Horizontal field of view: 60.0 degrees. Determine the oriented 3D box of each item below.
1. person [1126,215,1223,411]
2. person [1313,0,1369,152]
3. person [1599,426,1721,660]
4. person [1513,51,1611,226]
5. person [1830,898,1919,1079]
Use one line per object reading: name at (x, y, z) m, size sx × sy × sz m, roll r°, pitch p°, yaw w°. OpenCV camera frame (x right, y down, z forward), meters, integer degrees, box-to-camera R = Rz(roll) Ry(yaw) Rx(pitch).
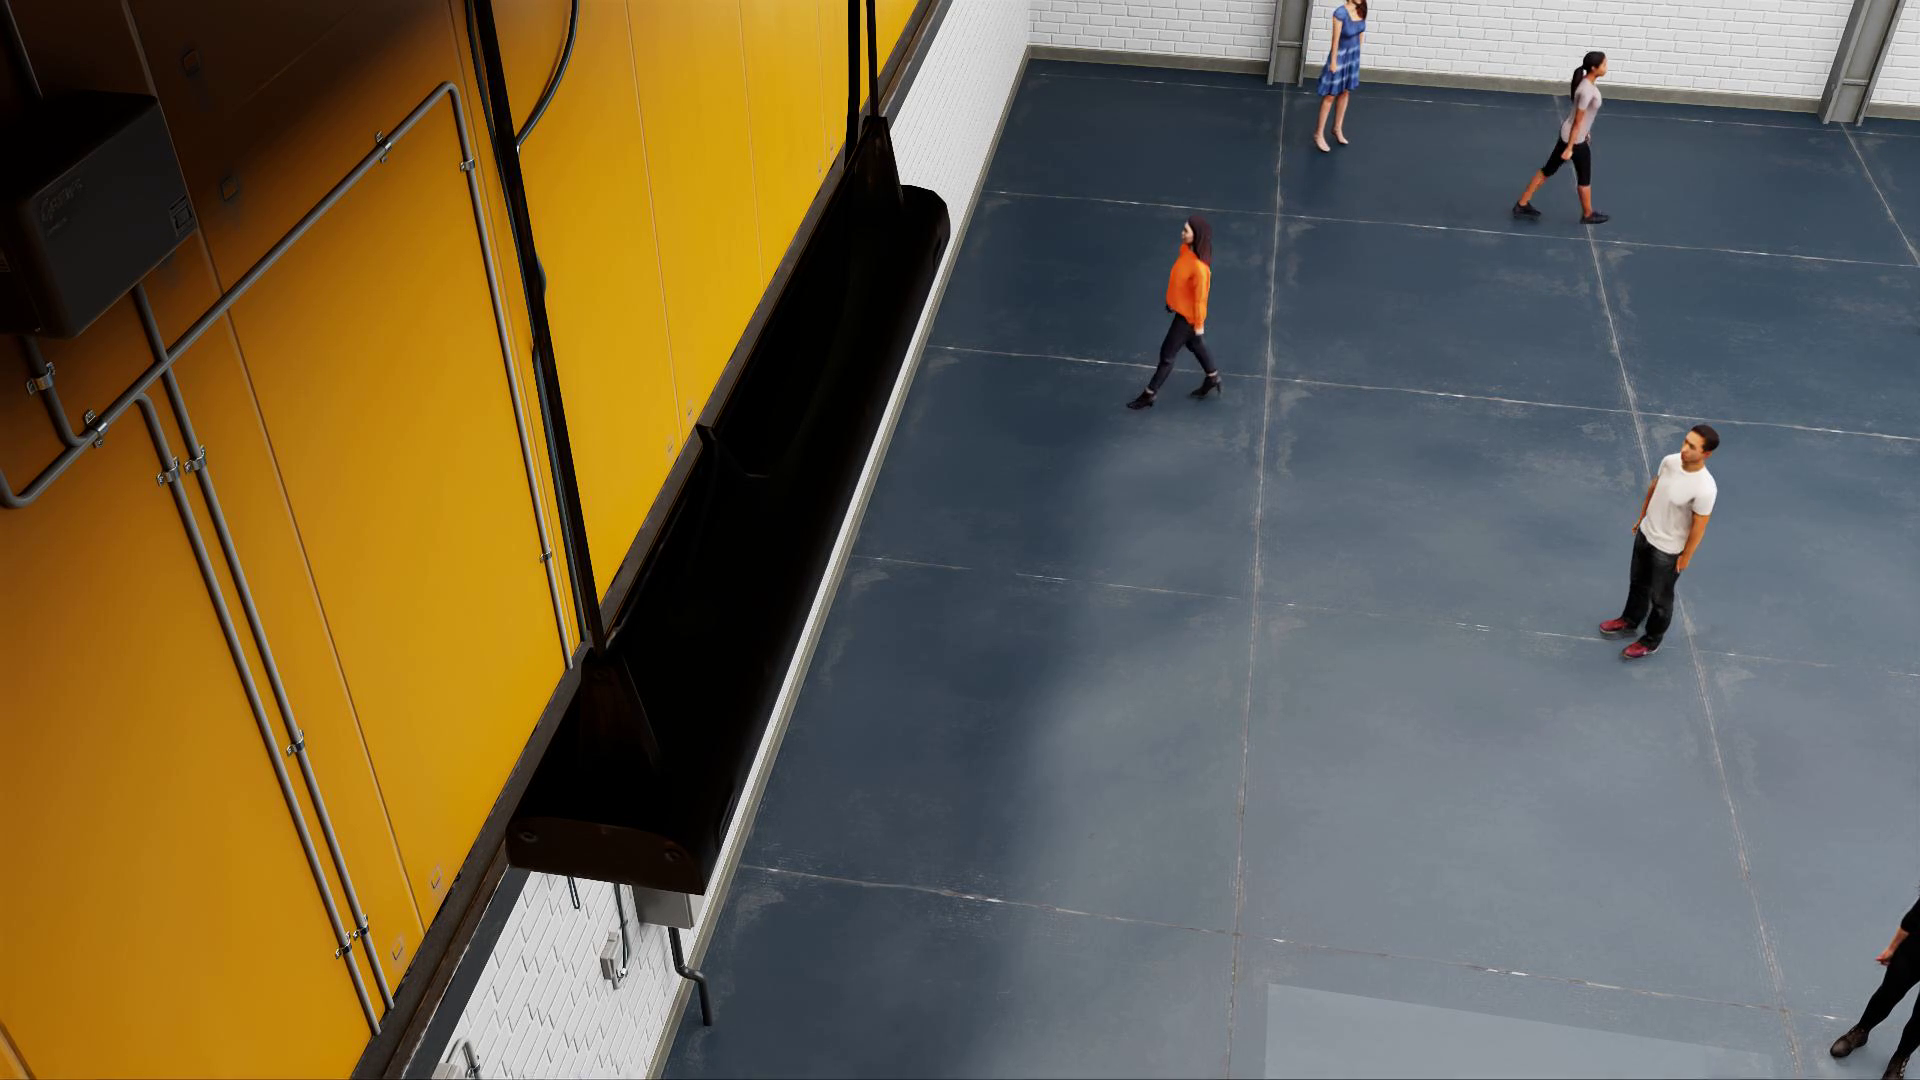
person at (1.904, -1.812, 13.342) m, size 1.133 × 1.702 × 0.821 m, roll -4°, pitch 39°, yaw -5°
person at (3.939, -4.886, 17.111) m, size 0.774 × 1.802 × 0.820 m, roll -28°, pitch 46°, yaw -30°
person at (4.691, -0.014, 11.007) m, size 0.699 × 1.806 × 0.715 m, roll -11°, pitch 40°, yaw -13°
person at (5.748, -3.807, 15.840) m, size 1.125 × 1.701 × 0.636 m, roll 8°, pitch 39°, yaw 10°
person at (4.924, 2.154, 8.425) m, size 0.712 × 1.640 × 0.641 m, roll -26°, pitch 45°, yaw -29°
